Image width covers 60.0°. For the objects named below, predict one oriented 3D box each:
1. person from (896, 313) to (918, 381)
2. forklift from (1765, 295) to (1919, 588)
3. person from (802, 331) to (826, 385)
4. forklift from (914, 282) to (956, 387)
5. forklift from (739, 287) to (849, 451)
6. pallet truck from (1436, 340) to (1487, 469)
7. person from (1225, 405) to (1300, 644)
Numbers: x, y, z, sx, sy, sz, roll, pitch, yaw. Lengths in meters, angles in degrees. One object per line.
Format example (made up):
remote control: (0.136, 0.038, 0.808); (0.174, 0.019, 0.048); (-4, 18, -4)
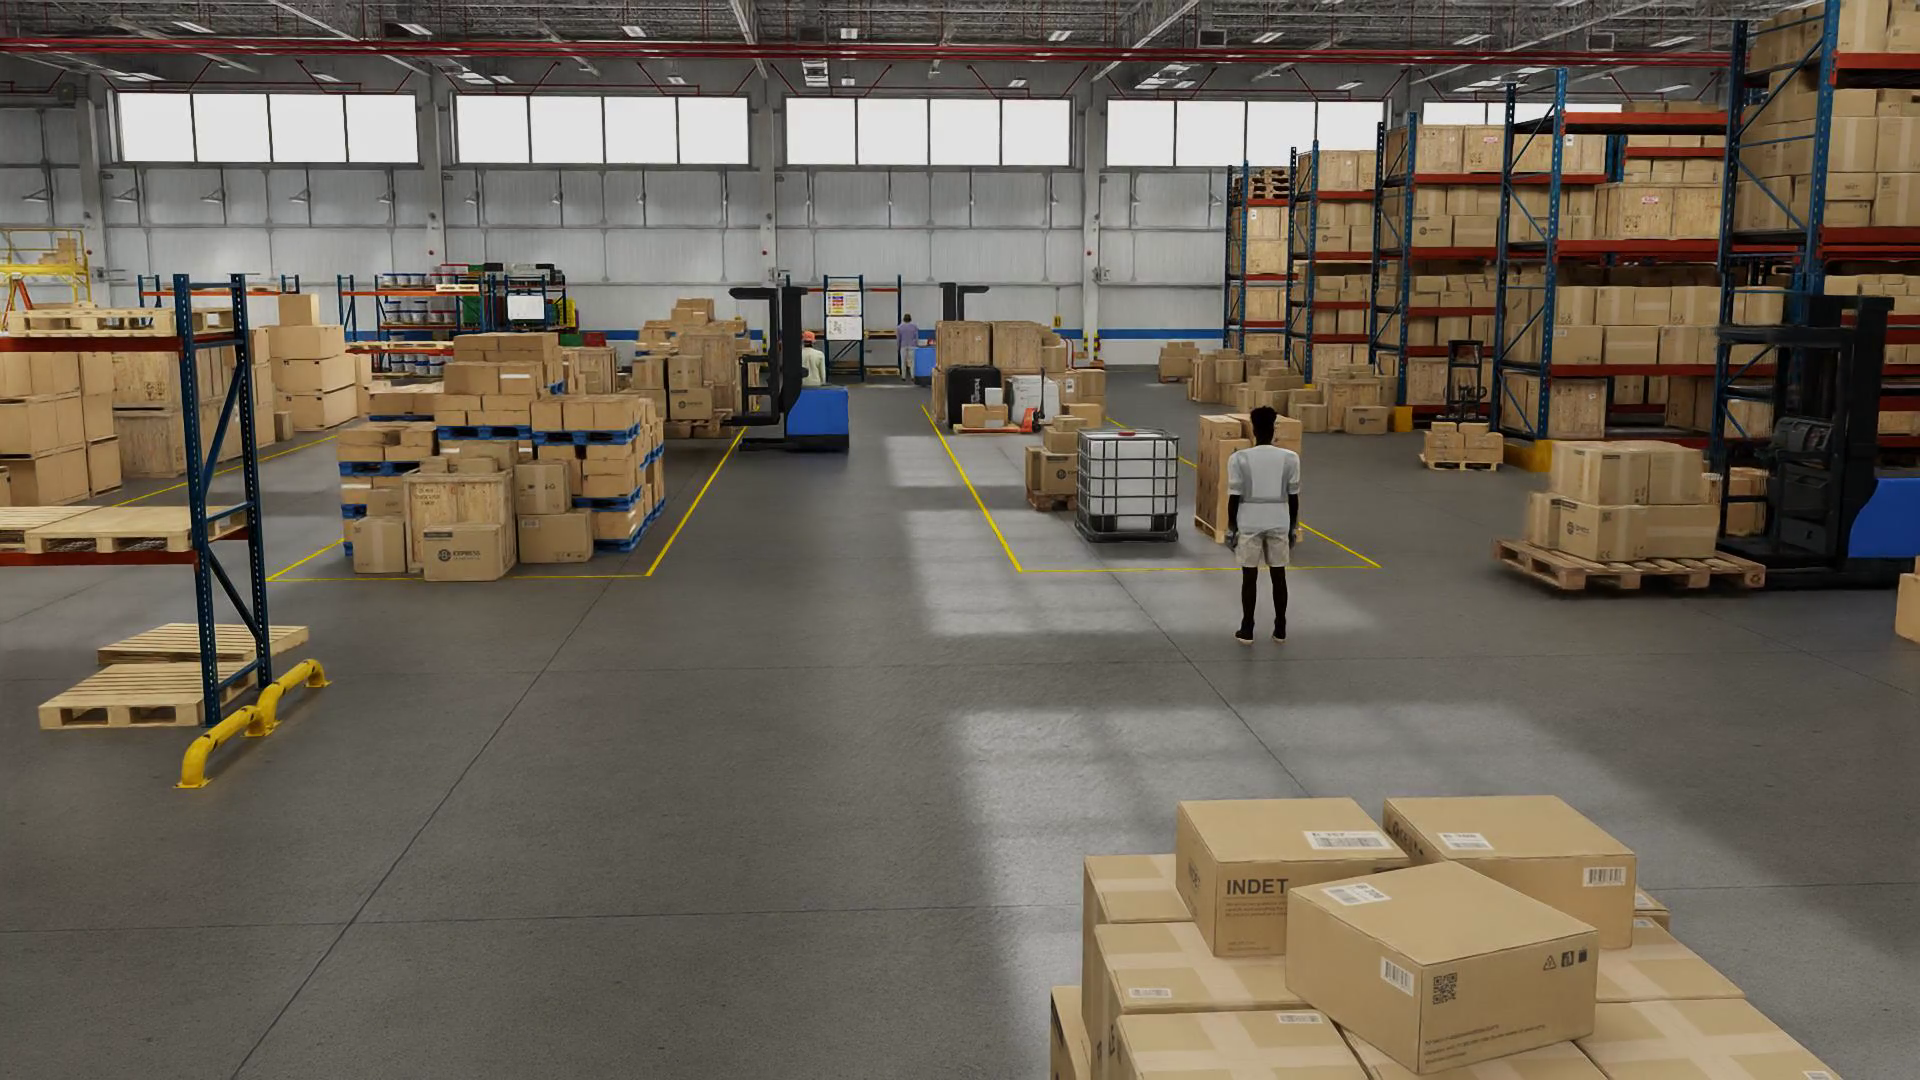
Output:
person: (-1.499, -5.477, 47.368); (0.629, 1.940, 0.379); (0, 9, -1)
forklift: (8.619, -0.999, 16.305); (1.873, 2.768, 1.129); (-1, 9, -4)
person: (-2.778, -2.838, 30.620); (0.613, 1.995, 0.390); (0, 9, -1)
forklift: (-0.303, -5.566, 44.979); (1.873, 2.768, 1.129); (-1, 9, -4)
forklift: (-2.857, -2.959, 28.607); (1.873, 2.768, 1.129); (-1, 9, -4)
pallet truck: (8.004, -2.170, 26.422); (0.823, 1.965, 1.885); (2, 9, 14)
person: (2.476, -0.117, 13.638); (0.608, 1.963, 0.374); (0, 9, -1)
